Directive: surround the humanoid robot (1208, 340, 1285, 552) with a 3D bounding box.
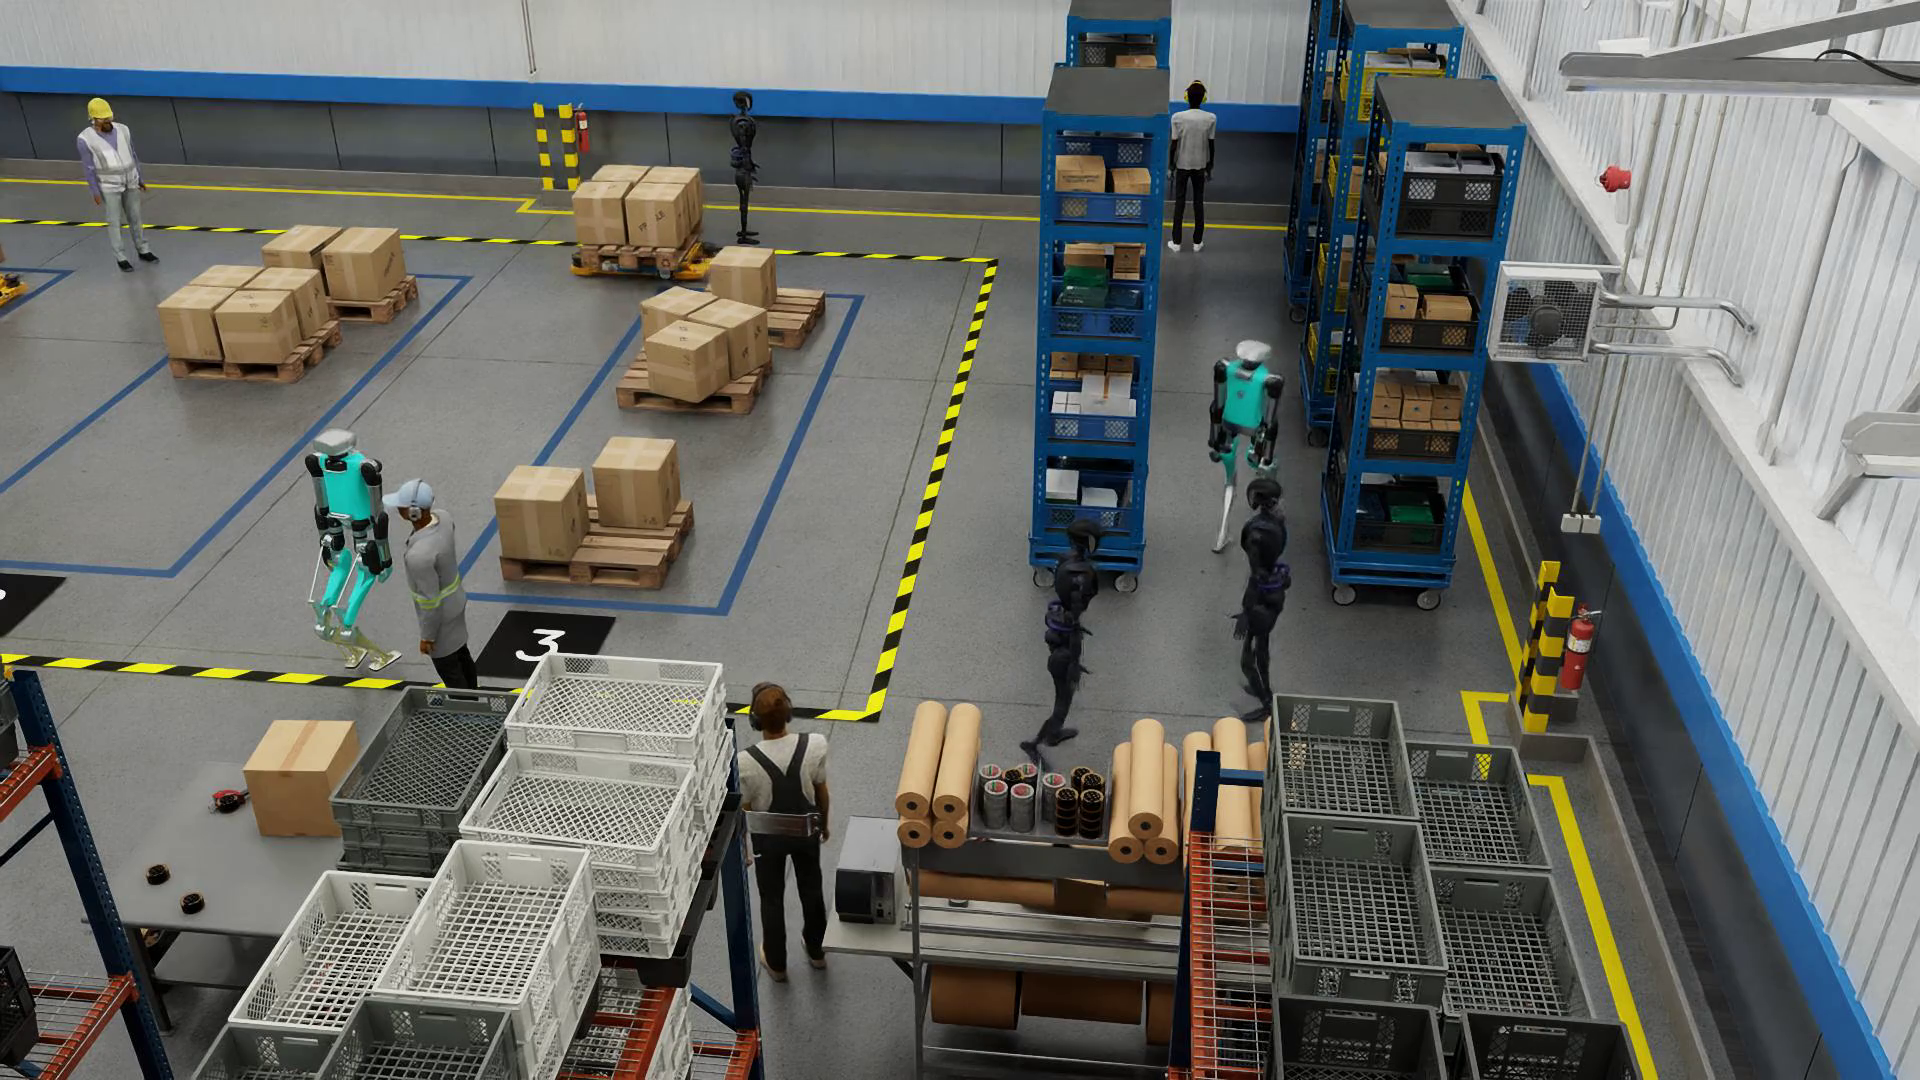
[{"bbox_3d":[2.261,-0.774,12.585,0.568,1.808,0.919,19,35,29],"label":"humanoid robot"}]

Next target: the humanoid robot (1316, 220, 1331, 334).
[{"bbox_3d":[3.506,-2.515,15.579,0.315,1.655,0.599,17,34,27],"label":"humanoid robot"}]

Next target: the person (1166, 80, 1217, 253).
[{"bbox_3d":[2.500,-4.037,18.016,0.526,1.871,0.323,0,30,0],"label":"person"}]

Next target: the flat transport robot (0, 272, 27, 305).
[{"bbox_3d":[-10.463,-2.574,17.067,1.431,0.197,0.652,3,30,6],"label":"flat transport robot"}]

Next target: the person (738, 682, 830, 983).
[{"bbox_3d":[-0.910,1.504,8.536,0.504,1.836,0.374,-10,32,-17],"label":"person"}]

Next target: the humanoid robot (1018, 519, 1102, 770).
[{"bbox_3d":[0.605,0.606,10.237,0.467,1.647,0.614,2,30,3],"label":"humanoid robot"}]

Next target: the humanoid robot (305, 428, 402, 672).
[{"bbox_3d":[-4.048,0.147,10.828,0.533,1.677,0.735,9,31,15],"label":"humanoid robot"}]

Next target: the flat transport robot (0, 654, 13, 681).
[{"bbox_3d":[-7.142,0.969,11.010,1.431,0.231,0.659,3,30,6],"label":"flat transport robot"}]

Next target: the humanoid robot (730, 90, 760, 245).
[{"bbox_3d":[-2.366,-4.125,18.341,0.315,1.659,0.599,-2,30,-3],"label":"humanoid robot"}]

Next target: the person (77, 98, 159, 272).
[{"bbox_3d":[-8.903,-3.768,17.590,0.404,1.829,0.599,19,35,29],"label":"person"}]

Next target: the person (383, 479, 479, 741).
[{"bbox_3d":[-3.256,0.442,10.341,0.365,1.852,0.589,-2,30,-3],"label":"person"}]

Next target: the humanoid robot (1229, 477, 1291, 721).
[{"bbox_3d":[1.954,0.366,10.644,0.384,1.640,0.583,11,32,18],"label":"humanoid robot"}]

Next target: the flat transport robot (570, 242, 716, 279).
[{"bbox_3d":[-3.400,-3.034,17.857,1.431,0.197,0.652,3,30,6],"label":"flat transport robot"}]
